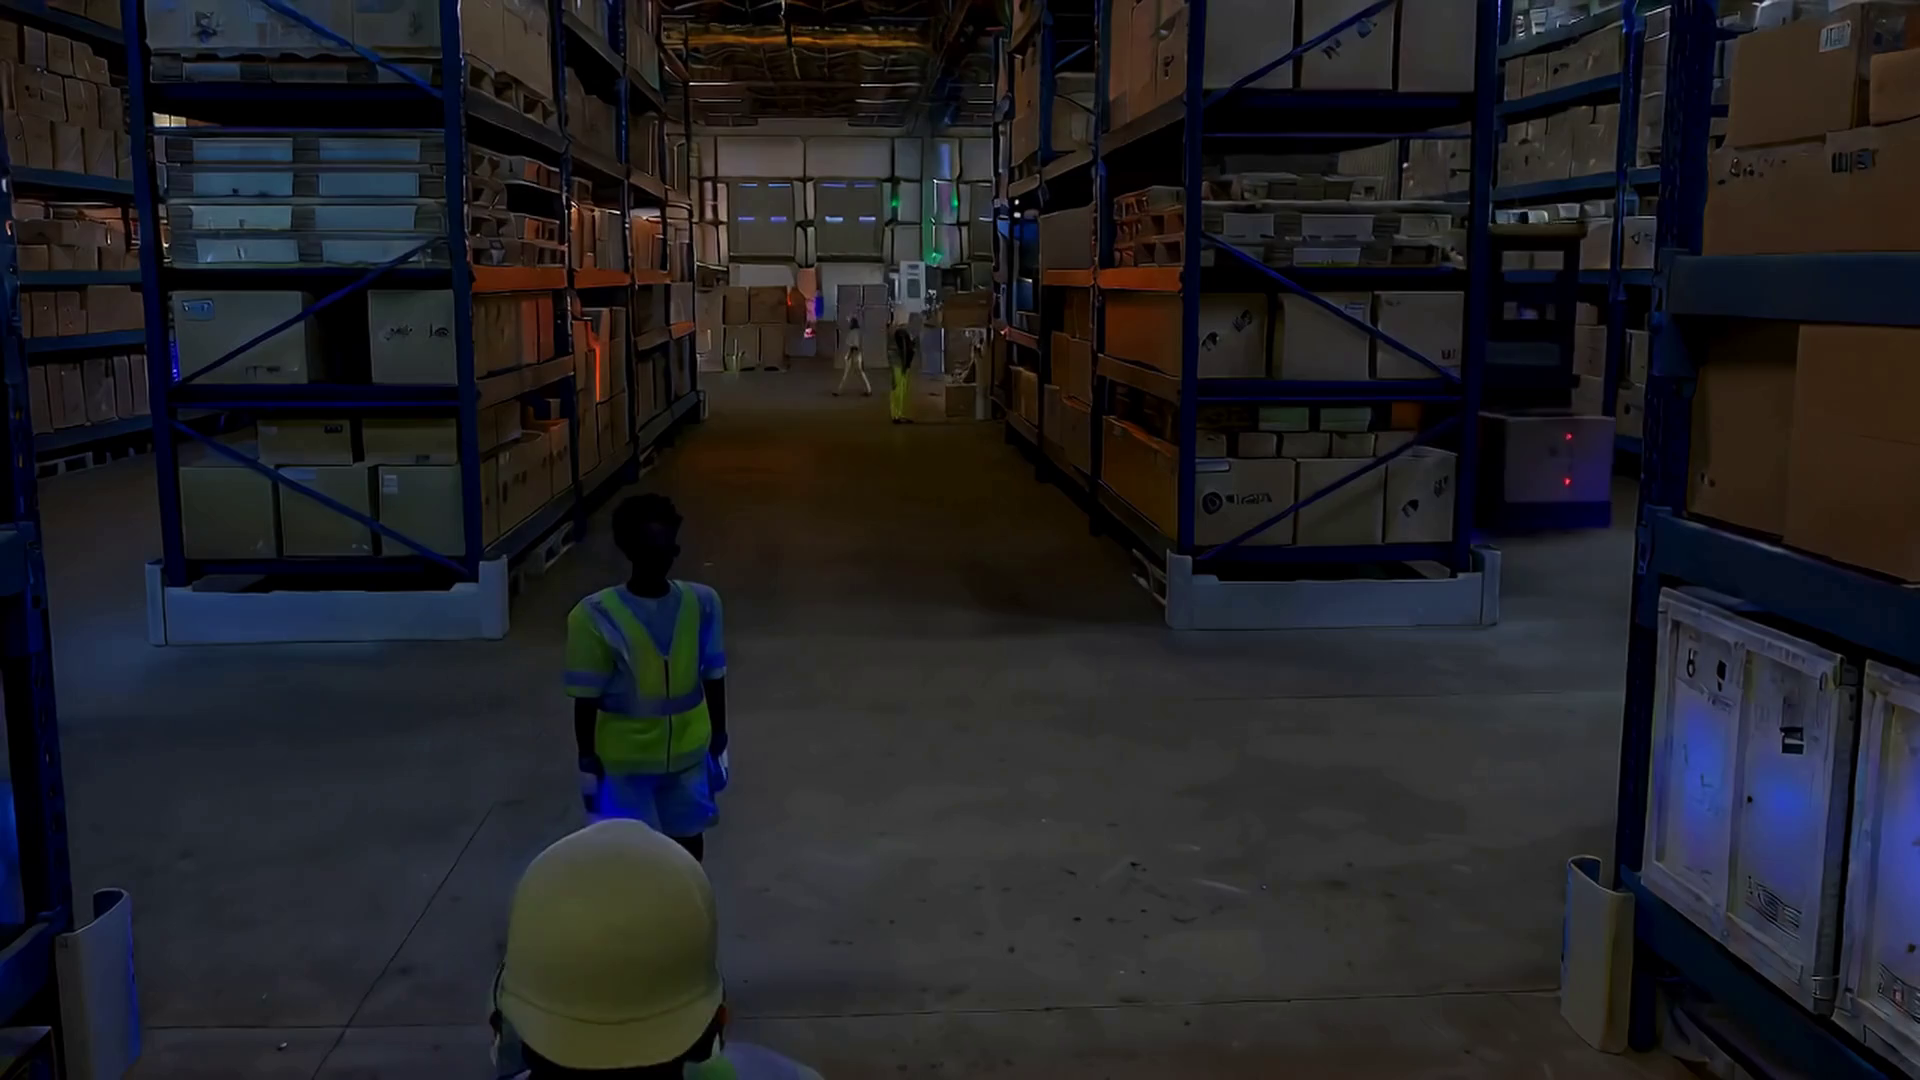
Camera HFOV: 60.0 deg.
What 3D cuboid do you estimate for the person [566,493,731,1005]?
[{"bbox_3d":[-0.971,0.688,5.242,0.536,1.692,0.319,-6,11,-34],"label":"person"}]

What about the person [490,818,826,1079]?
[{"bbox_3d":[-0.355,1.170,1.771,0.598,1.828,0.403,-6,11,-34],"label":"person"}]

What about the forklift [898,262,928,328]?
[{"bbox_3d":[-1.686,-8.468,59.002,1.129,2.768,1.873,-3,10,-19],"label":"forklift"}]

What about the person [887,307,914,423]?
[{"bbox_3d":[-0.950,-2.787,26.585,0.430,1.844,0.624,-3,9,-17],"label":"person"}]

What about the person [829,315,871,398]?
[{"bbox_3d":[-2.082,-3.491,31.784,0.855,1.595,0.515,-2,9,-13],"label":"person"}]

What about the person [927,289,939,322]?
[{"bbox_3d":[-0.980,-7.360,55.081,0.746,1.915,0.558,4,10,22],"label":"person"}]

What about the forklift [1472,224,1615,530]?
[{"bbox_3d":[5.335,-1.576,15.723,1.129,2.768,1.873,-1,9,-4],"label":"forklift"}]

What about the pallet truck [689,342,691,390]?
[{"bbox_3d":[-5.225,-3.008,27.480,1.885,1.965,0.823,2,9,14],"label":"pallet truck"}]

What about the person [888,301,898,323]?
[{"bbox_3d":[-1.874,-5.858,46.500,0.310,1.638,0.523,1,9,7],"label":"person"}]
